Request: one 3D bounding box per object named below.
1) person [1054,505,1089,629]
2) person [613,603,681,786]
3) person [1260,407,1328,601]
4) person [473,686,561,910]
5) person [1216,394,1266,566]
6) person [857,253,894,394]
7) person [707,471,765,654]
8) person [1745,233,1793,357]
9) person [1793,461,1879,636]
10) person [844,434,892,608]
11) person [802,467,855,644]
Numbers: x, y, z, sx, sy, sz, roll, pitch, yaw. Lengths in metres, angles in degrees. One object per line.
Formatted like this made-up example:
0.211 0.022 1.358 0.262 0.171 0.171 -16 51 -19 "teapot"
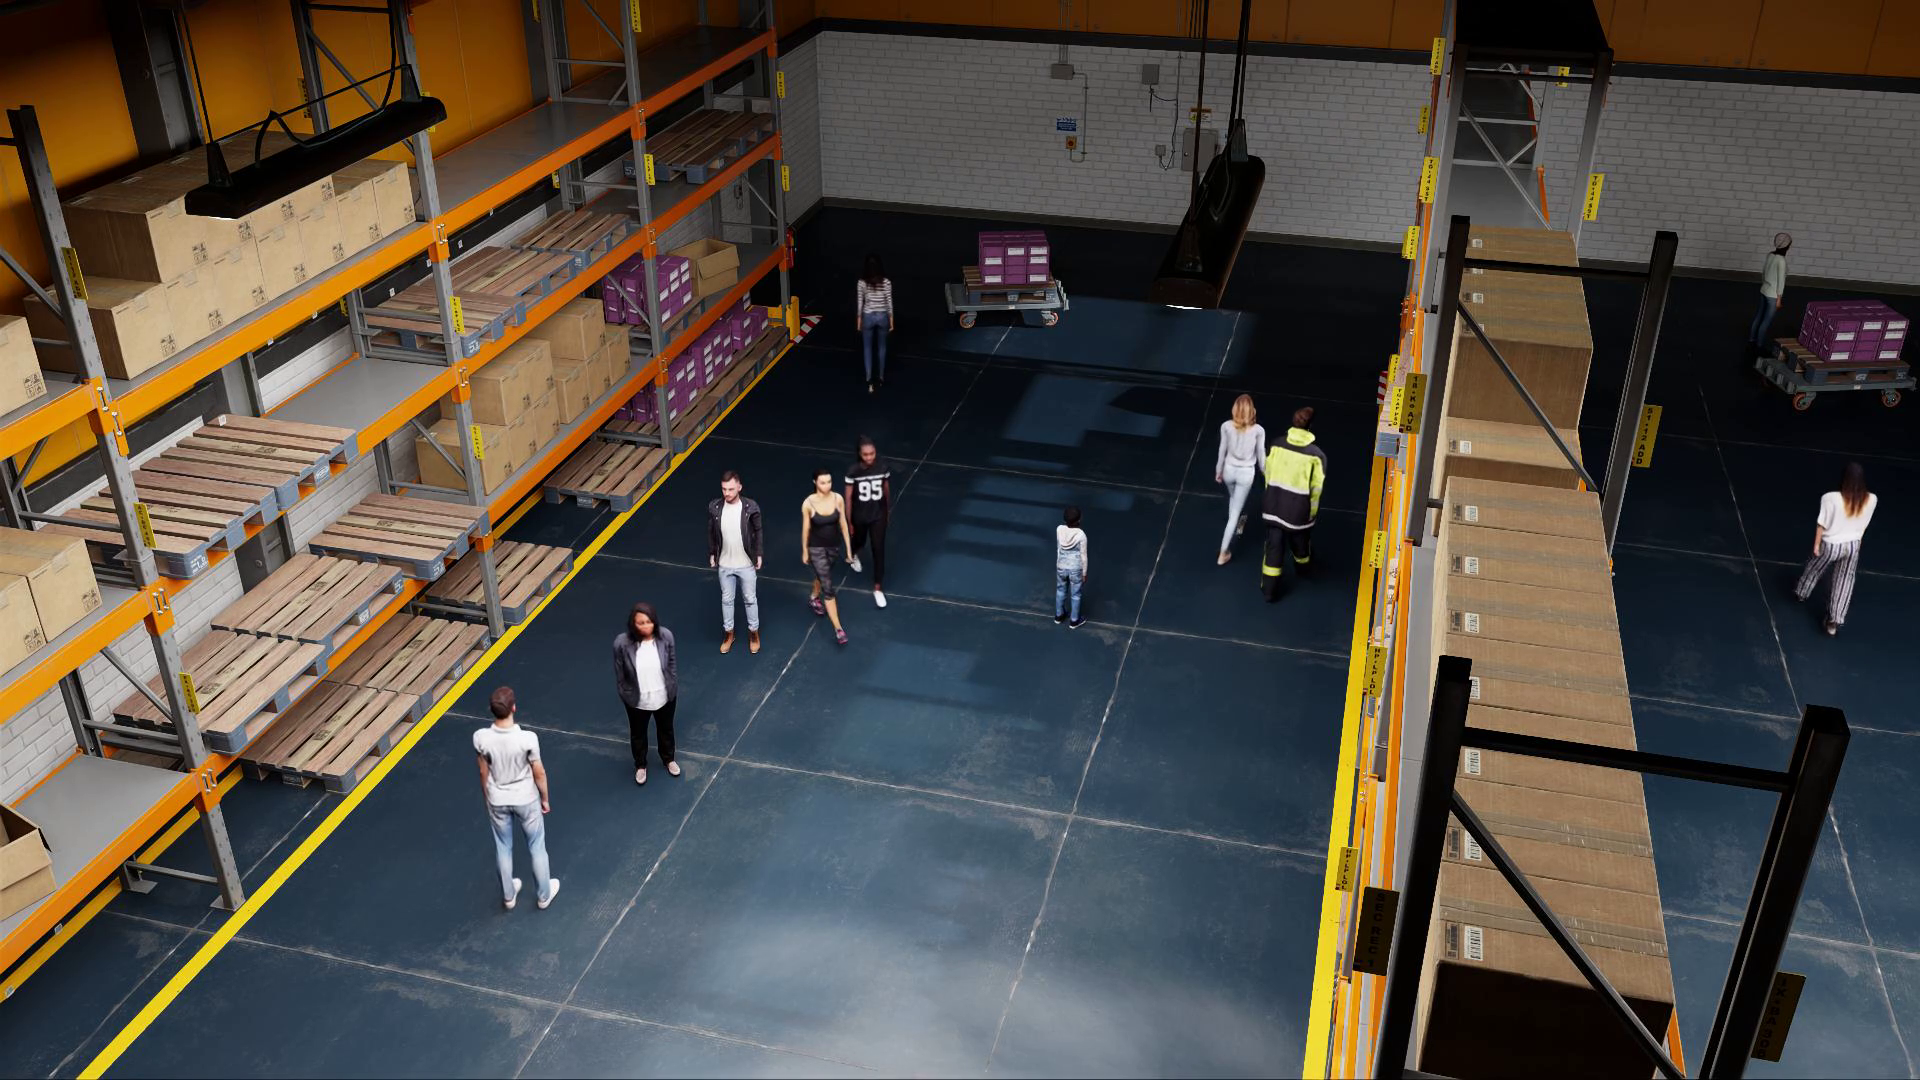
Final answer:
1.042 0.243 15.809 0.517 1.258 0.547 15 32 26 "person"
-2.545 1.244 13.627 0.804 1.591 0.851 -11 30 -19 "person"
3.167 -0.322 16.140 0.960 1.934 1.259 14 31 23 "person"
-3.261 1.901 12.152 0.685 1.850 0.626 0 29 -1 "person"
2.784 -0.578 16.804 0.781 1.748 1.195 15 32 26 "person"
-1.056 -2.664 20.587 0.721 1.787 0.862 -1 29 -1 "person"
-2.055 0.184 15.315 0.704 1.836 0.617 1 29 1 "person"
10.624 -3.236 21.783 0.697 1.645 0.551 -3 29 -5 "person"
8.309 0.105 15.682 0.746 1.623 1.164 5 29 8 "person"
-0.922 -0.255 16.267 1.034 1.693 1.234 -8 30 -14 "person"
-1.307 0.064 15.703 1.095 1.674 1.195 -14 32 -24 "person"
